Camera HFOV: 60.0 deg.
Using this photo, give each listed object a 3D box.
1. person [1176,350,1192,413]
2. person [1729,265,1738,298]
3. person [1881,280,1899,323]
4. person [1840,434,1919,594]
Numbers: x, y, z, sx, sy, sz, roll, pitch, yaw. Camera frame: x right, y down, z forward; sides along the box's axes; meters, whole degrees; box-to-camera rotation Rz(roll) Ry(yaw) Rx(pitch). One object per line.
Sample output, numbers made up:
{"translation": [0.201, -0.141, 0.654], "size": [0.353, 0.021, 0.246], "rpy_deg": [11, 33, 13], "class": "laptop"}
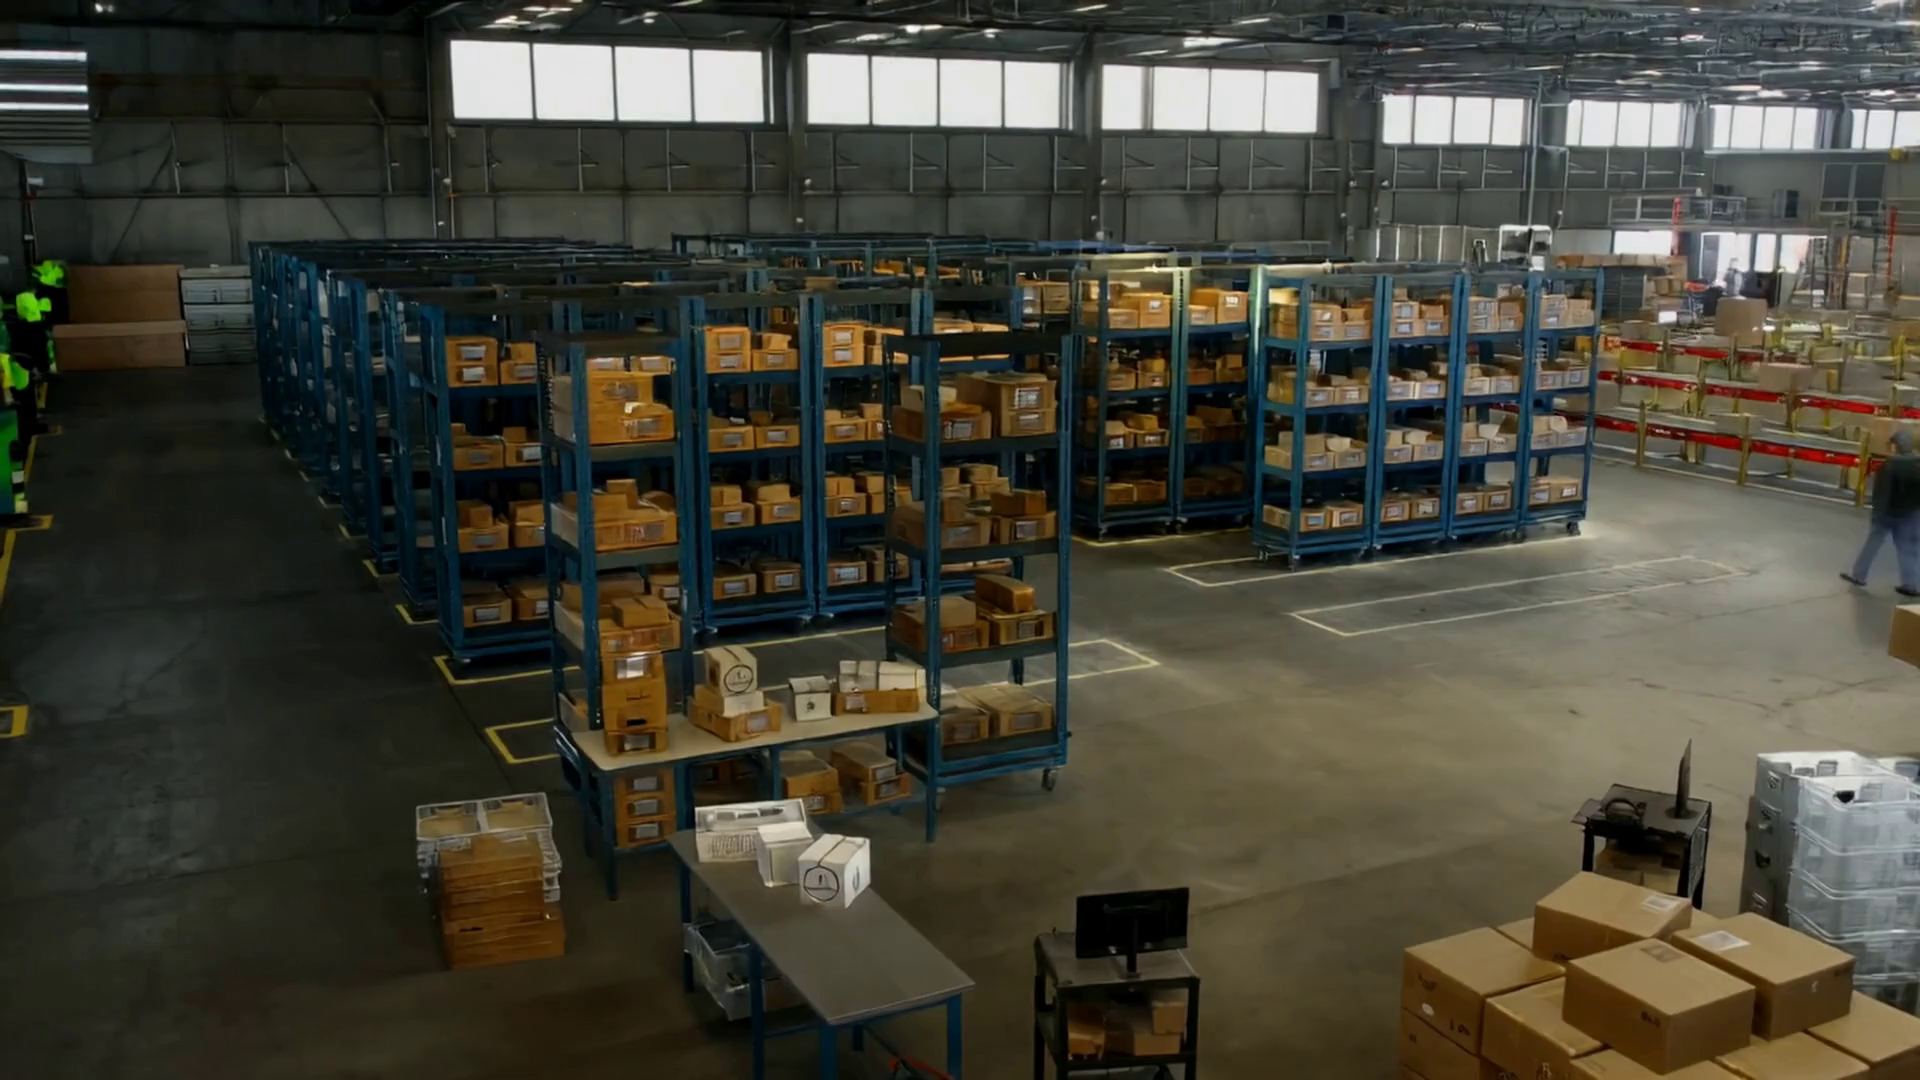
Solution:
{"translation": [4.669, -3.557, 34.629], "size": [0.572, 1.823, 0.518], "rpy_deg": [-3, 13, -16], "class": "person"}
{"translation": [28.916, -9.435, 62.319], "size": [0.294, 1.744, 0.486], "rpy_deg": [4, 13, 20], "class": "person"}
{"translation": [27.358, -6.672, 48.926], "size": [0.352, 1.942, 0.545], "rpy_deg": [-6, 13, -25], "class": "person"}
{"translation": [10.870, -0.318, 19.430], "size": [0.661, 1.854, 1.017], "rpy_deg": [-3, 12, -13], "class": "person"}
